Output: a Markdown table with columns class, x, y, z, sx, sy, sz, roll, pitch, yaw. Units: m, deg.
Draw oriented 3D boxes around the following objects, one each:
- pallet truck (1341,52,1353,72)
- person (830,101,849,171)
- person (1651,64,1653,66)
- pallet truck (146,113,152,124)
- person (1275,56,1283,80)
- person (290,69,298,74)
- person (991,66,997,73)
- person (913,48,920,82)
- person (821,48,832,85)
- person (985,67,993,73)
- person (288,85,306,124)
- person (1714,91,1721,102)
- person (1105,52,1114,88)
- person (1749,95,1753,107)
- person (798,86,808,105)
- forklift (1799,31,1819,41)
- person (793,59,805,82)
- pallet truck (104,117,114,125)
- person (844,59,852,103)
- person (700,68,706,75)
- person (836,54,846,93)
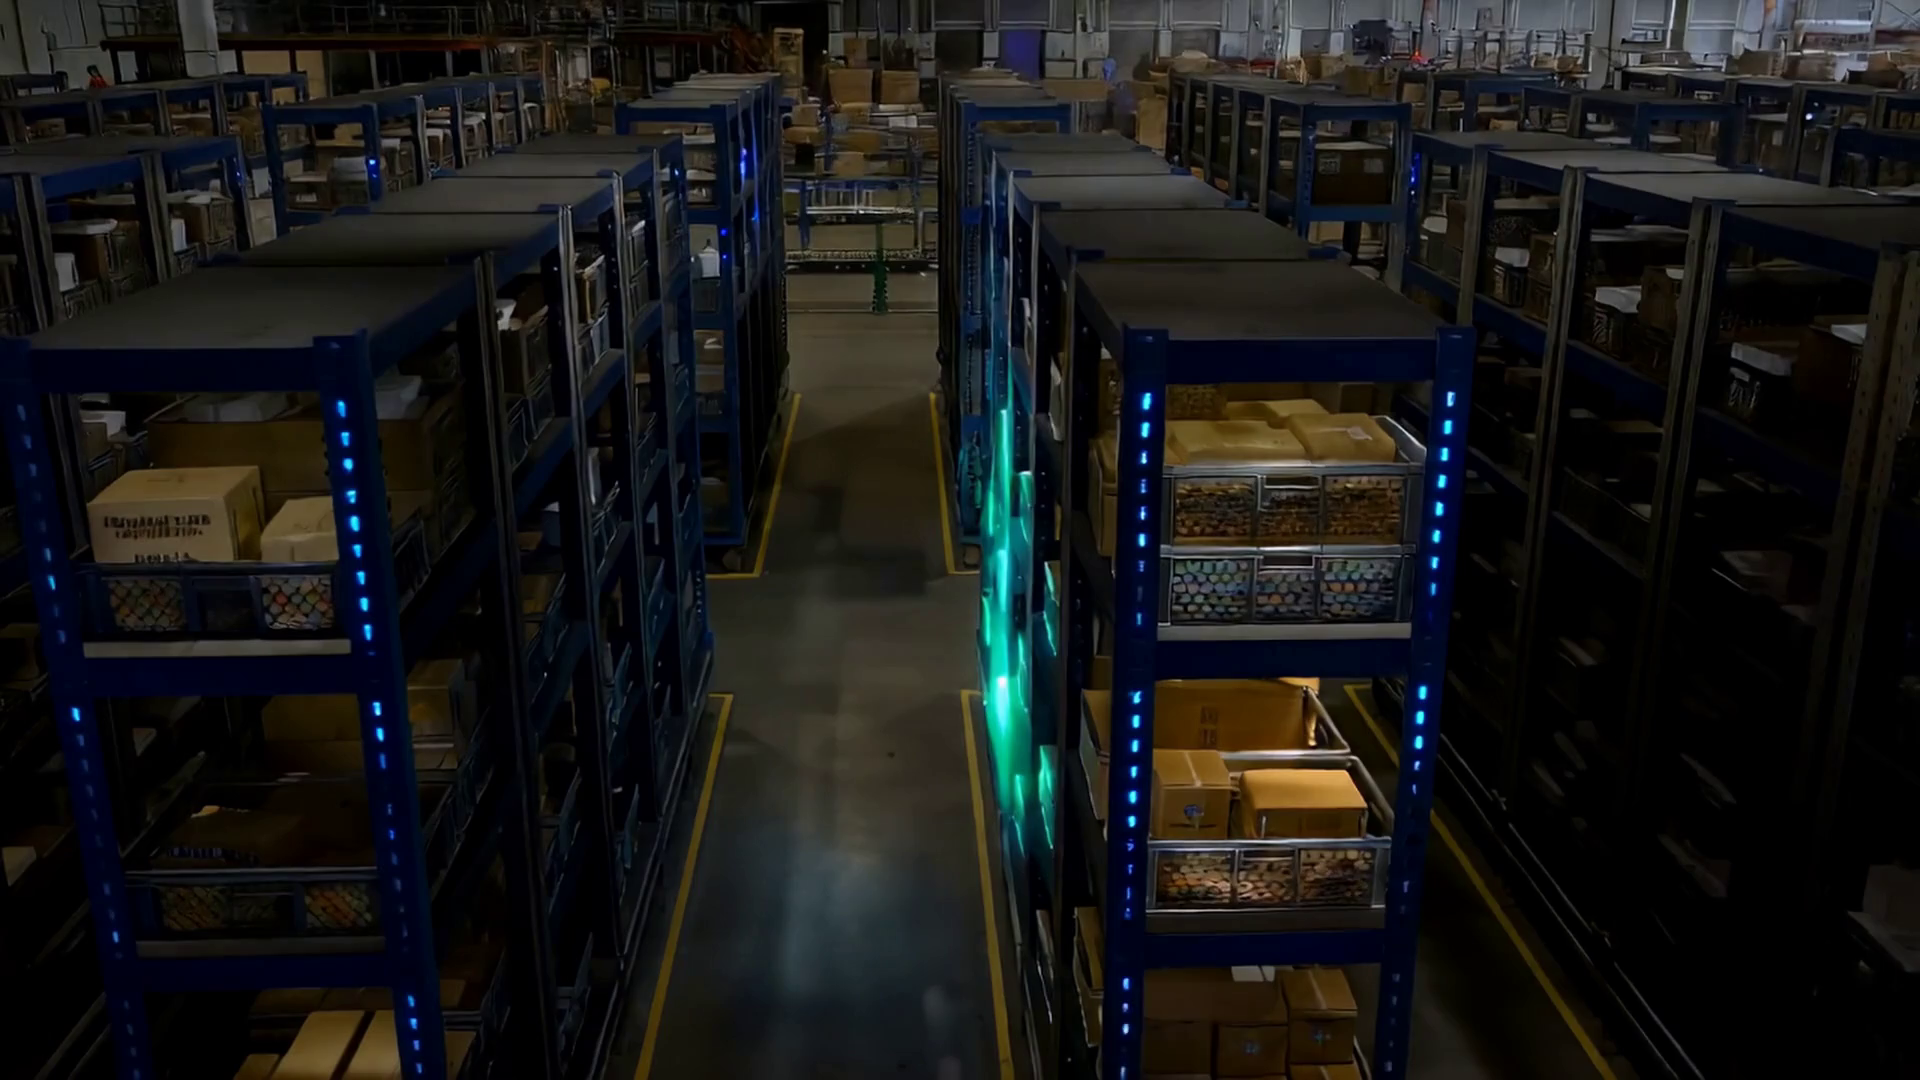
| class | x | y | z | sx | sy | sz | roll | pitch | yaw |
| --- | --- | --- | --- | --- | --- | --- | --- | --- | --- |
| pallet truck | 18.794 | -23.123 | 82.231 | 0.823 | 1.965 | 1.885 | -13 | 22 | -35 |
| person | -3.120 | -10.397 | 43.057 | 0.532 | 1.869 | 0.311 | -10 | 21 | -29 |
| person | 38.310 | -26.082 | 91.870 | 0.899 | 1.684 | 0.495 | 1 | 18 | 2 |
| pallet truck | -18.087 | -8.309 | 36.390 | 1.885 | 1.965 | 0.823 | -1 | 18 | -4 |
| person | 15.501 | -22.652 | 81.074 | 0.504 | 1.808 | 1.038 | 16 | 24 | 40 |
| person | -25.032 | -16.752 | 62.628 | 0.366 | 1.926 | 0.594 | -17 | 24 | -41 |
| person | 1.331 | -17.492 | 64.923 | 0.448 | 1.922 | 0.658 | 7 | 19 | 21 |
| person | -2.527 | -26.411 | 92.584 | 0.955 | 1.878 | 0.610 | 9 | 20 | 26 |
| person | -7.282 | -25.866 | 90.788 | 0.622 | 1.970 | 0.836 | 6 | 19 | 18 |
| person | 1.074 | -16.412 | 61.396 | 0.537 | 2.000 | 0.674 | 0 | 18 | -1 |
| person | -22.986 | -15.149 | 57.769 | 0.575 | 1.890 | 0.439 | -14 | 22 | -36 |
| person | 28.597 | -16.595 | 62.580 | 0.884 | 1.642 | 0.548 | 9 | 20 | 25 |
| person | 7.879 | -24.768 | 87.572 | 0.429 | 1.841 | 0.634 | 13 | 22 | 35 |
| person | 31.530 | -17.964 | 66.438 | 0.595 | 1.897 | 0.523 | 11 | 21 | 31 |
| person | -5.005 | -13.862 | 53.978 | 0.757 | 1.737 | 0.530 | 3 | 18 | 9 |
| forklift | 45.907 | -26.183 | 90.288 | 1.129 | 2.768 | 1.873 | -1 | 18 | -2 |
| person | -9.006 | -26.292 | 92.556 | 0.805 | 1.657 | 0.553 | -5 | 19 | -16 |
| pallet truck | -18.367 | -7.885 | 35.078 | 1.885 | 1.965 | 0.823 | 1 | 18 | 2 |
| person | -4.687 | -19.116 | 69.767 | 0.395 | 2.039 | 0.606 | -2 | 18 | -7 |
| person | -9.885 | -17.260 | 64.275 | 1.035 | 1.879 | 0.553 | -5 | 19 | -16 |
| person | -5.871 | -23.219 | 82.732 | 0.548 | 1.879 | 1.018 | -12 | 22 | -34 |
